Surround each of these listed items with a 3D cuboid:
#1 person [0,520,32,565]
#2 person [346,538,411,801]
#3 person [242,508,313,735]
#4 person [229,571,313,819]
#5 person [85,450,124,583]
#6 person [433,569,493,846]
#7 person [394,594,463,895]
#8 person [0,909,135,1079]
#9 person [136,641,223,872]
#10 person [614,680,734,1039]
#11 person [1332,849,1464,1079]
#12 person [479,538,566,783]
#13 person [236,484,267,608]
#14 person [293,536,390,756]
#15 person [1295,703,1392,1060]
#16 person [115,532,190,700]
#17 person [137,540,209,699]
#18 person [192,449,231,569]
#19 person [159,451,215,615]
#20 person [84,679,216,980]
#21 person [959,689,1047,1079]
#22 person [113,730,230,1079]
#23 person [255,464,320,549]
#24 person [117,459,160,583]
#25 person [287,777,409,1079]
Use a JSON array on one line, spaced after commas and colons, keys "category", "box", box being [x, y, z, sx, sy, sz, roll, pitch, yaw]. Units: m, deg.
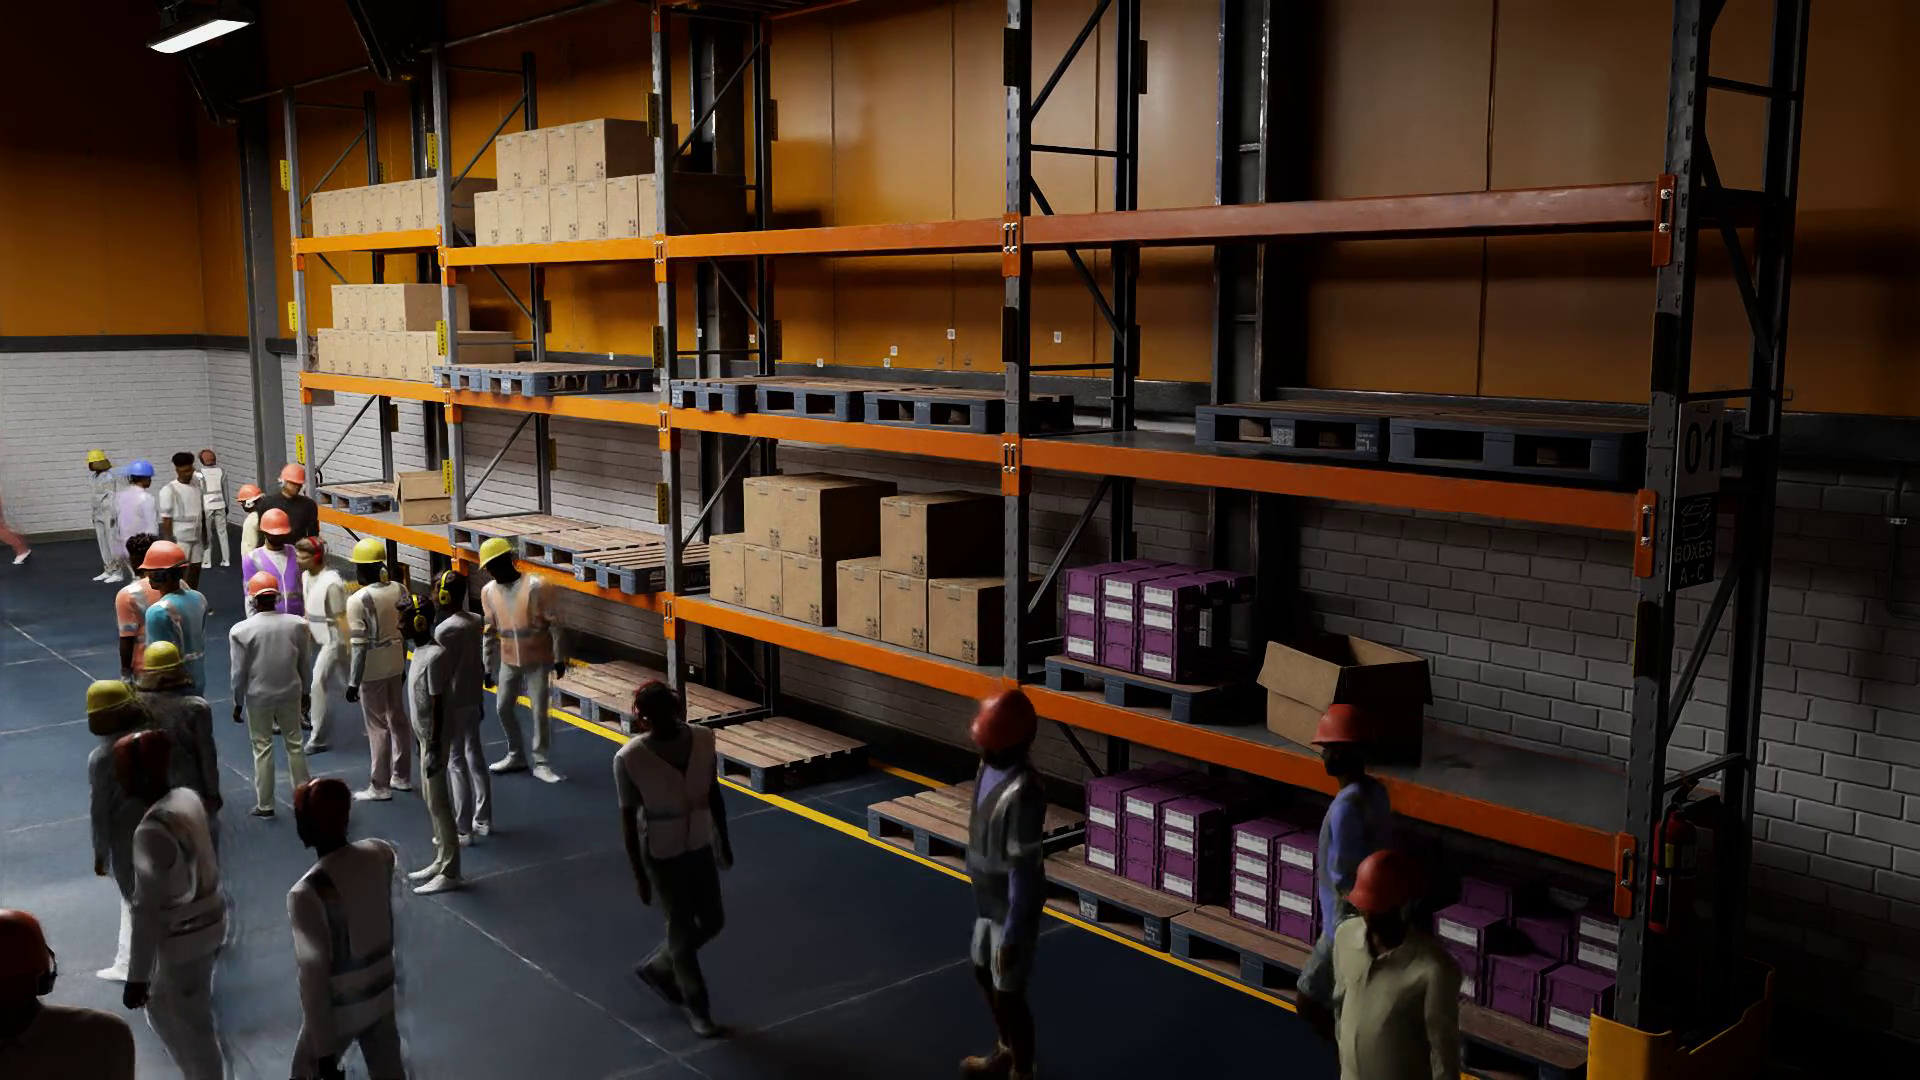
[{"category": "person", "box": [-13.318, -0.541, 22.769, 0.967, 1.860, 0.648, -6, 10, -37]}, {"category": "person", "box": [-4.263, 0.945, 12.162, 0.370, 1.928, 0.585, 3, 9, 20]}, {"category": "person", "box": [-5.725, 0.681, 14.029, 0.550, 1.925, 0.393, -7, 11, -42]}, {"category": "person", "box": [-4.881, 1.089, 11.780, 0.573, 1.746, 0.345, -7, 11, -42]}, {"category": "person", "box": [-11.142, -0.315, 21.613, 0.490, 1.732, 0.320, 5, 10, 32]}, {"category": "person", "box": [-3.366, 1.123, 11.180, 0.314, 1.861, 0.517, 2, 8, 15]}, {"category": "person", "box": [-3.287, 1.253, 10.301, 0.329, 1.856, 0.518, -4, 9, -27]}, {"category": "person", "box": [-2.633, 1.990, 4.715, 0.617, 1.986, 0.408, -4, 9, -24]}, {"category": "person", "box": [-4.465, 1.433, 9.466, 0.512, 1.727, 0.374, -1, 8, -7]}, {"category": "person", "box": [-1.425, 1.563, 8.304, 0.556, 1.807, 0.634, 8, 11, 44]}, {"category": "person", "box": [1.612, 1.928, 6.045, 0.768, 1.725, 0.574, -6, 10, -36]}, {"category": "person", "box": [-3.310, 0.913, 12.607, 0.678, 1.874, 0.368, 1, 8, 10]}, {"category": "person", "box": [-7.372, 0.284, 17.427, 0.354, 1.737, 0.573, -1, 8, -4]}, {"category": "person", "box": [-5.023, 0.827, 13.535, 0.892, 1.787, 0.584, -6, 10, -34]}, {"category": "person", "box": [1.689, 1.664, 7.255, 0.434, 1.907, 0.549, 5, 10, 31]}, {"category": "person", "box": [-5.943, 0.915, 12.294, 0.385, 1.957, 0.602, 3, 9, 23]}, {"category": "person", "box": [-5.325, 1.017, 11.272, 0.372, 2.044, 0.607, 0, 8, 2]}, {"category": "person", "box": [-10.210, -0.421, 22.689, 0.312, 1.632, 0.519, 6, 10, 38]}, {"category": "person", "box": [-8.831, -0.048, 19.005, 0.397, 1.953, 0.623, 3, 9, 17]}, {"category": "person", "box": [-4.259, 1.560, 8.715, 0.808, 1.698, 0.505, 2, 8, 14]}, {"category": "person", "box": [0.183, 1.605, 7.358, 0.403, 2.003, 0.696, -2, 9, -16]}, {"category": "person", "box": [-3.309, 1.712, 7.039, 0.444, 1.867, 0.605, -2, 8, -14]}, {"category": "person", "box": [-6.992, 0.183, 17.309, 0.646, 1.970, 0.488, -5, 9, -30]}, {"category": "person", "box": [-8.901, 0.085, 18.125, 0.623, 1.928, 0.434, 6, 10, 34]}, {"category": "person", "box": [-2.352, 1.808, 6.457, 0.950, 1.844, 0.563, 3, 9, 22]}]
